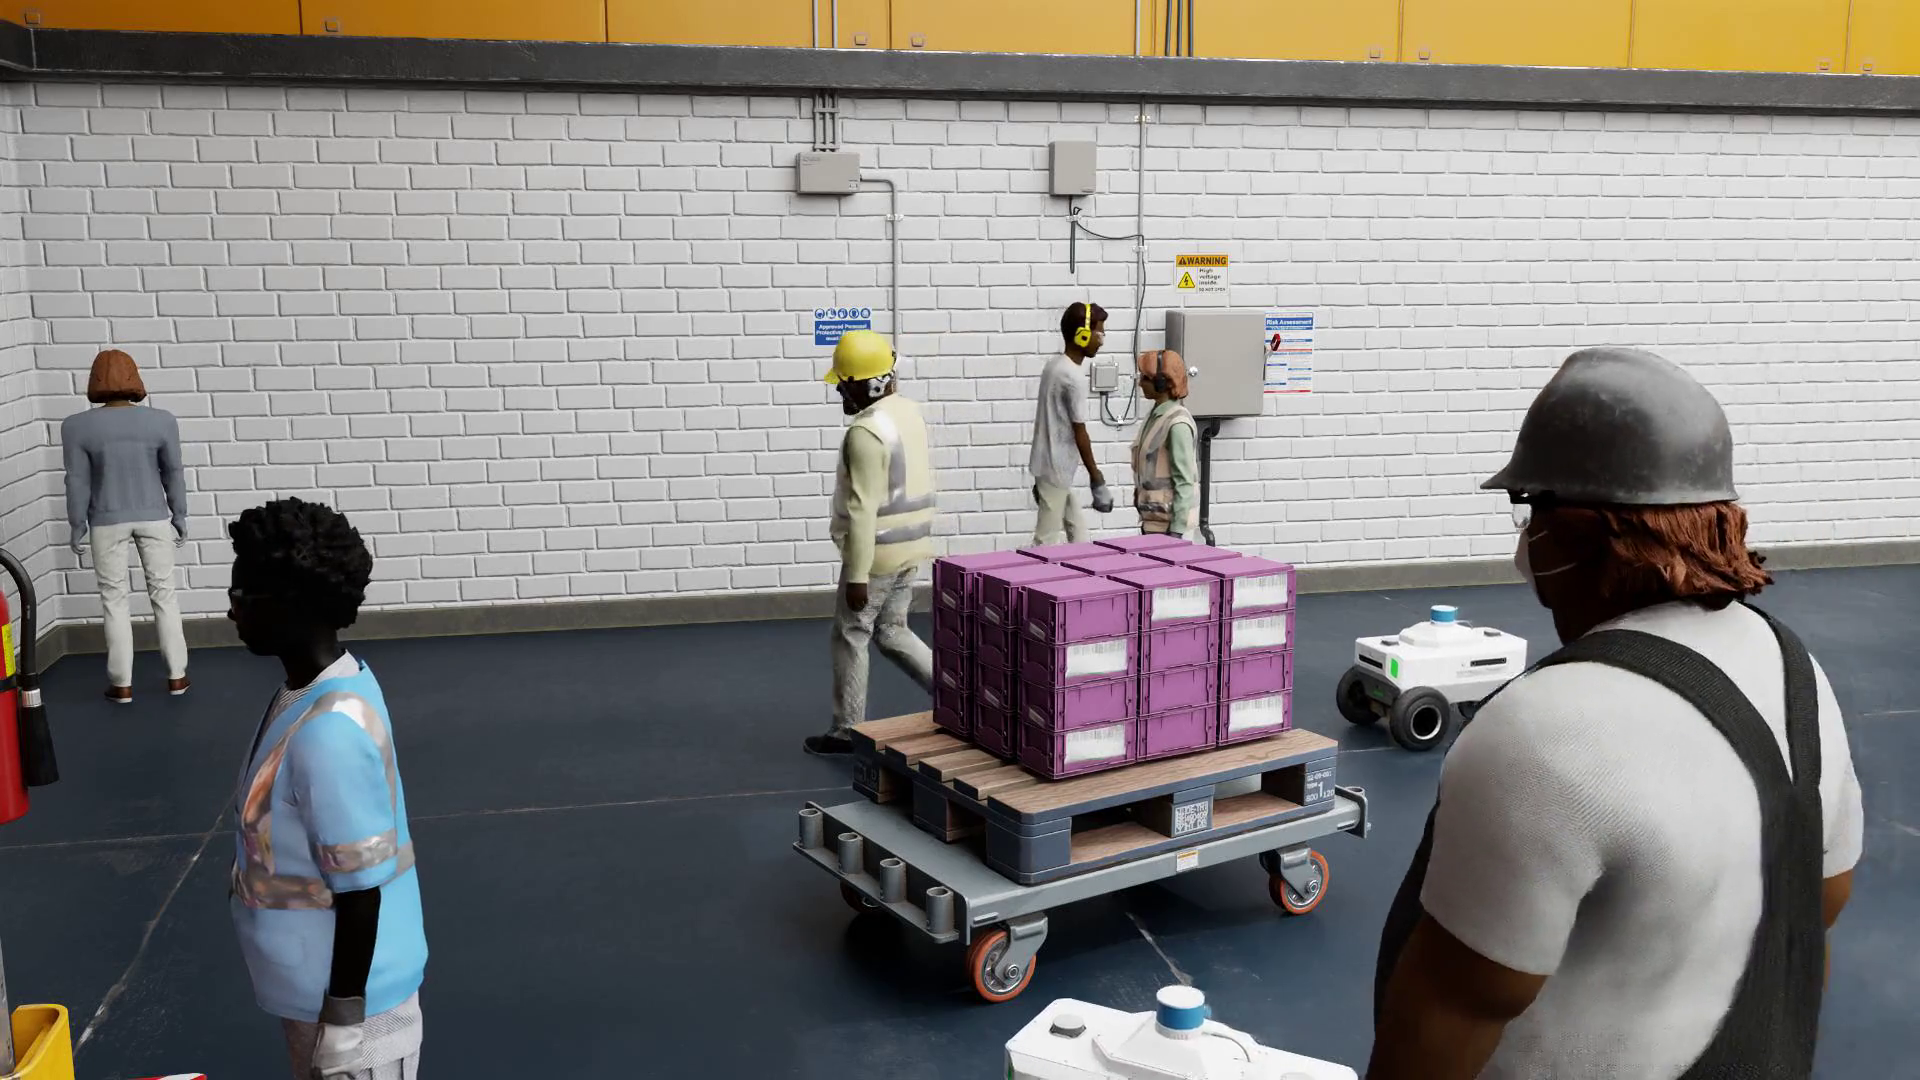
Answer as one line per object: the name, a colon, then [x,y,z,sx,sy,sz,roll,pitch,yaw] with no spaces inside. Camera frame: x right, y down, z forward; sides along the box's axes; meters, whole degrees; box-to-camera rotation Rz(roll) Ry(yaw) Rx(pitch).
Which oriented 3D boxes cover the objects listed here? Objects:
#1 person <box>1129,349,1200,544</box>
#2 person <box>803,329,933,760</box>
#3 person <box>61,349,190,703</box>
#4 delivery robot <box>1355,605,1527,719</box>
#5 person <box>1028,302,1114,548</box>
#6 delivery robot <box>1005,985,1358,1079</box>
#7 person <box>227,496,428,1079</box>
person: [0.946,-0.057,7.668,0.315,1.636,0.515,-2,10,-9]
person: [-0.303,0.041,6.713,0.694,1.785,0.622,4,11,22]
person: [-3.855,-0.064,7.715,0.507,1.631,0.271,-7,12,-34]
delivery robot: [2.074,0.526,7.174,0.707,0.478,0.477,-3,11,-19]
person: [0.569,-0.315,8.612,0.861,1.817,0.548,-1,10,-4]
delivery robot: [0.462,1.187,3.513,0.707,0.478,0.477,6,12,29]
person: [-1.108,0.766,2.938,0.316,1.695,0.542,-5,11,-24]
